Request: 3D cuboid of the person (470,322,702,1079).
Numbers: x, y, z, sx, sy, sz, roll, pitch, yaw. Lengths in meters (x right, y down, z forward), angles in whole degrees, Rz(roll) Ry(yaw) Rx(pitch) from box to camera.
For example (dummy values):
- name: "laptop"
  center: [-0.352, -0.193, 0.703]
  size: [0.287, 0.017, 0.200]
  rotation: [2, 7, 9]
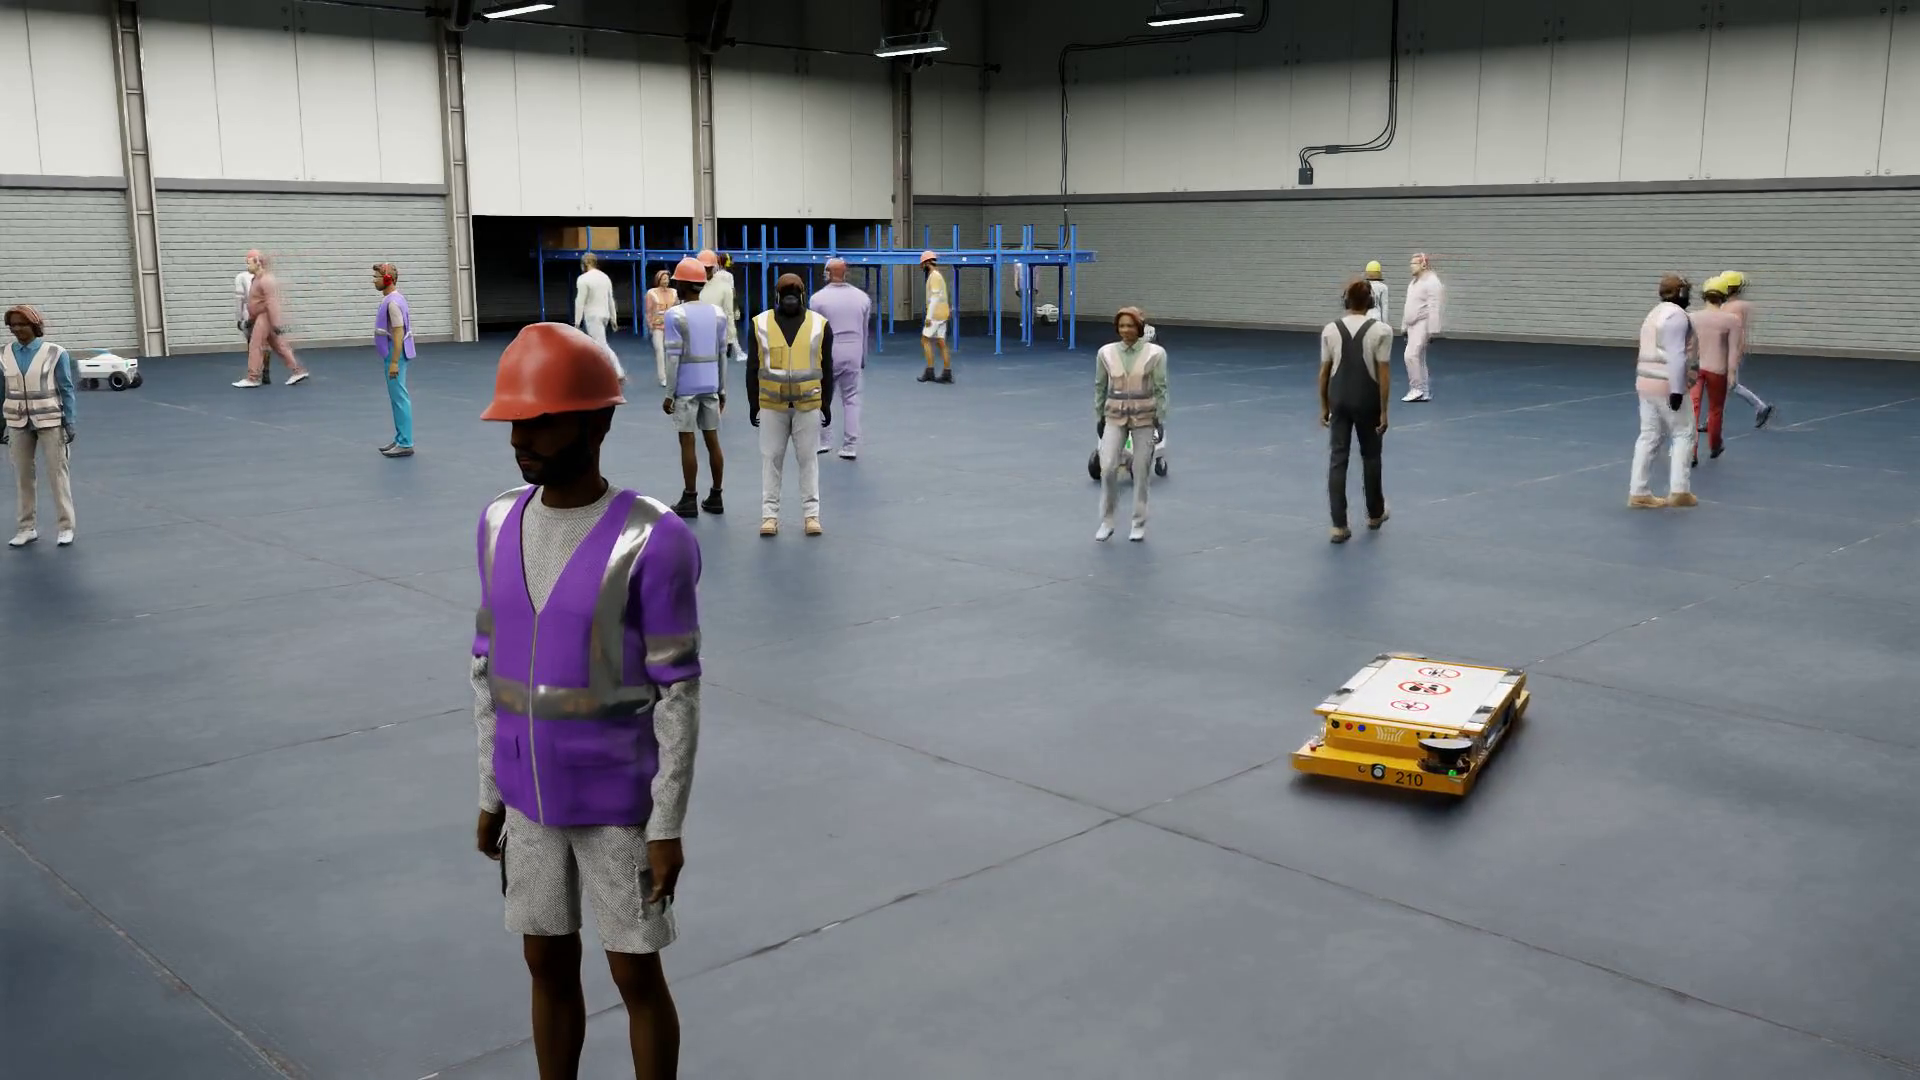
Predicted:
- name: "person"
  center: [-0.795, 0.523, 3.457]
  size: [0.542, 1.938, 0.358]
  rotation: [5, 11, 23]

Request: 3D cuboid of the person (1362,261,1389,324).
- name: "person"
  center: [5.891, -3.120, 23.855]
  size: [0.492, 1.740, 0.324]
  rotation: [5, 11, 24]

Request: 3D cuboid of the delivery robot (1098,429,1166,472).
- name: "delivery robot"
  center: [1.513, -0.851, 14.583]
  size: [0.477, 0.478, 0.707]
  rotation: [7, 13, 34]

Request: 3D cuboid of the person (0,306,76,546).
- name: "person"
  center: [-6.316, -0.778, 11.365]
  size: [0.523, 1.638, 0.310]
  rotation: [-2, 11, -8]

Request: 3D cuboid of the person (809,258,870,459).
- name: "person"
  center: [-1.185, -1.731, 15.889]
  size: [0.658, 1.885, 0.680]
  rotation: [-5, 11, -25]

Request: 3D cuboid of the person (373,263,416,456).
- name: "person"
  center: [-5.463, -1.747, 16.085]
  size: [0.382, 1.845, 0.571]
  rotation: [-4, 11, -23]

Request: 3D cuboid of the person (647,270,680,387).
- name: "person"
  center: [-4.142, -2.966, 23.326]
  size: [0.525, 1.626, 0.380]
  rotation: [-6, 12, -29]

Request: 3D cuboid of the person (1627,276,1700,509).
- name: "person"
  center: [5.516, -1.142, 12.946]
  size: [0.534, 1.800, 0.708]
  rotation: [-1, 10, -4]

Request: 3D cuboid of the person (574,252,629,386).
- name: "person"
  center: [-5.011, -3.048, 23.086]
  size: [1.023, 1.899, 0.652]
  rotation: [4, 11, 23]

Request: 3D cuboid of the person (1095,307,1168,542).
- name: "person"
  center: [1.167, -0.784, 11.450]
  size: [0.529, 1.619, 0.566]
  rotation: [3, 11, 14]

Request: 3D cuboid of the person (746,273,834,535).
- name: "person"
  center: [-1.202, -0.960, 11.803]
  size: [0.627, 1.845, 0.429]
  rotation: [-1, 10, -6]

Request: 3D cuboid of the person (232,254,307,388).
- name: "person"
  center: [-9.742, -3.092, 23.401]
  size: [0.991, 1.862, 0.635]
  rotation: [-5, 12, -26]

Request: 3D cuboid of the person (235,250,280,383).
- name: "person"
  center: [-10.180, -3.243, 24.108]
  size: [0.581, 1.891, 0.954]
  rotation: [-5, 12, -25]

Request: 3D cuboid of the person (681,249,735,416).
- name: "person"
  center: [-2.797, -2.268, 18.611]
  size: [0.625, 1.967, 0.849]
  rotation: [3, 11, 18]

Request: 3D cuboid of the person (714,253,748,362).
- name: "person"
  center: [-3.921, -3.870, 27.755]
  size: [0.991, 1.824, 0.542]
  rotation: [-8, 13, -36]

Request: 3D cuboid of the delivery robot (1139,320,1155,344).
- name: "delivery robot"
  center: [3.406, -3.852, 30.946]
  size: [0.477, 0.478, 0.707]
  rotation: [3, 11, 16]

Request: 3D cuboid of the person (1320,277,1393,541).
- name: "person"
  center: [2.815, -0.937, 11.760]
  size: [0.522, 1.810, 0.827]
  rotation: [5, 12, 26]

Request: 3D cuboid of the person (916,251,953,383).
- name: "person"
  center: [-0.380, -3.213, 23.982]
  size: [0.636, 1.880, 0.581]
  rotation: [2, 11, 10]

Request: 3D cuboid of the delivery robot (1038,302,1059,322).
- name: "delivery robot"
  center: [2.113, -5.428, 39.540]
  size: [0.477, 0.478, 0.707]
  rotation: [-4, 11, -19]

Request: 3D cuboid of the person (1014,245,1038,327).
- name: "person"
  center: [1.531, -5.867, 38.413]
  size: [0.595, 1.901, 0.794]
  rotation: [-1, 10, -6]

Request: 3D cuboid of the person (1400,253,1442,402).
- name: "person"
  center: [5.754, -2.684, 21.081]
  size: [0.590, 1.885, 0.669]
  rotation: [-2, 11, -8]

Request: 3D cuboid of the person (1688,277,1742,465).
- name: "person"
  center: [6.962, -1.574, 15.470]
  size: [0.543, 1.711, 0.895]
  rotation: [7, 12, 33]

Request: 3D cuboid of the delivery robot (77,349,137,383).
- name: "delivery robot"
  center: [-11.783, -2.392, 22.987]
  size: [0.707, 0.478, 0.477]
  rotation: [0, 10, -2]

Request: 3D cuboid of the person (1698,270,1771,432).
- name: "person"
  center: [8.350, -2.023, 17.899]
  size: [0.707, 1.745, 0.519]
  rotation: [1, 10, 3]

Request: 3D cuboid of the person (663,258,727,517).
- name: "person"
  center: [-2.017, -1.153, 12.618]
  size: [0.551, 1.941, 0.402]
  rotation: [-9, 14, -42]

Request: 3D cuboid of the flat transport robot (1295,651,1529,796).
- name: "flat transport robot"
  center: [1.934, 0.733, 6.979]
  size: [0.652, 0.197, 1.431]
  rotation: [5, 12, 27]
